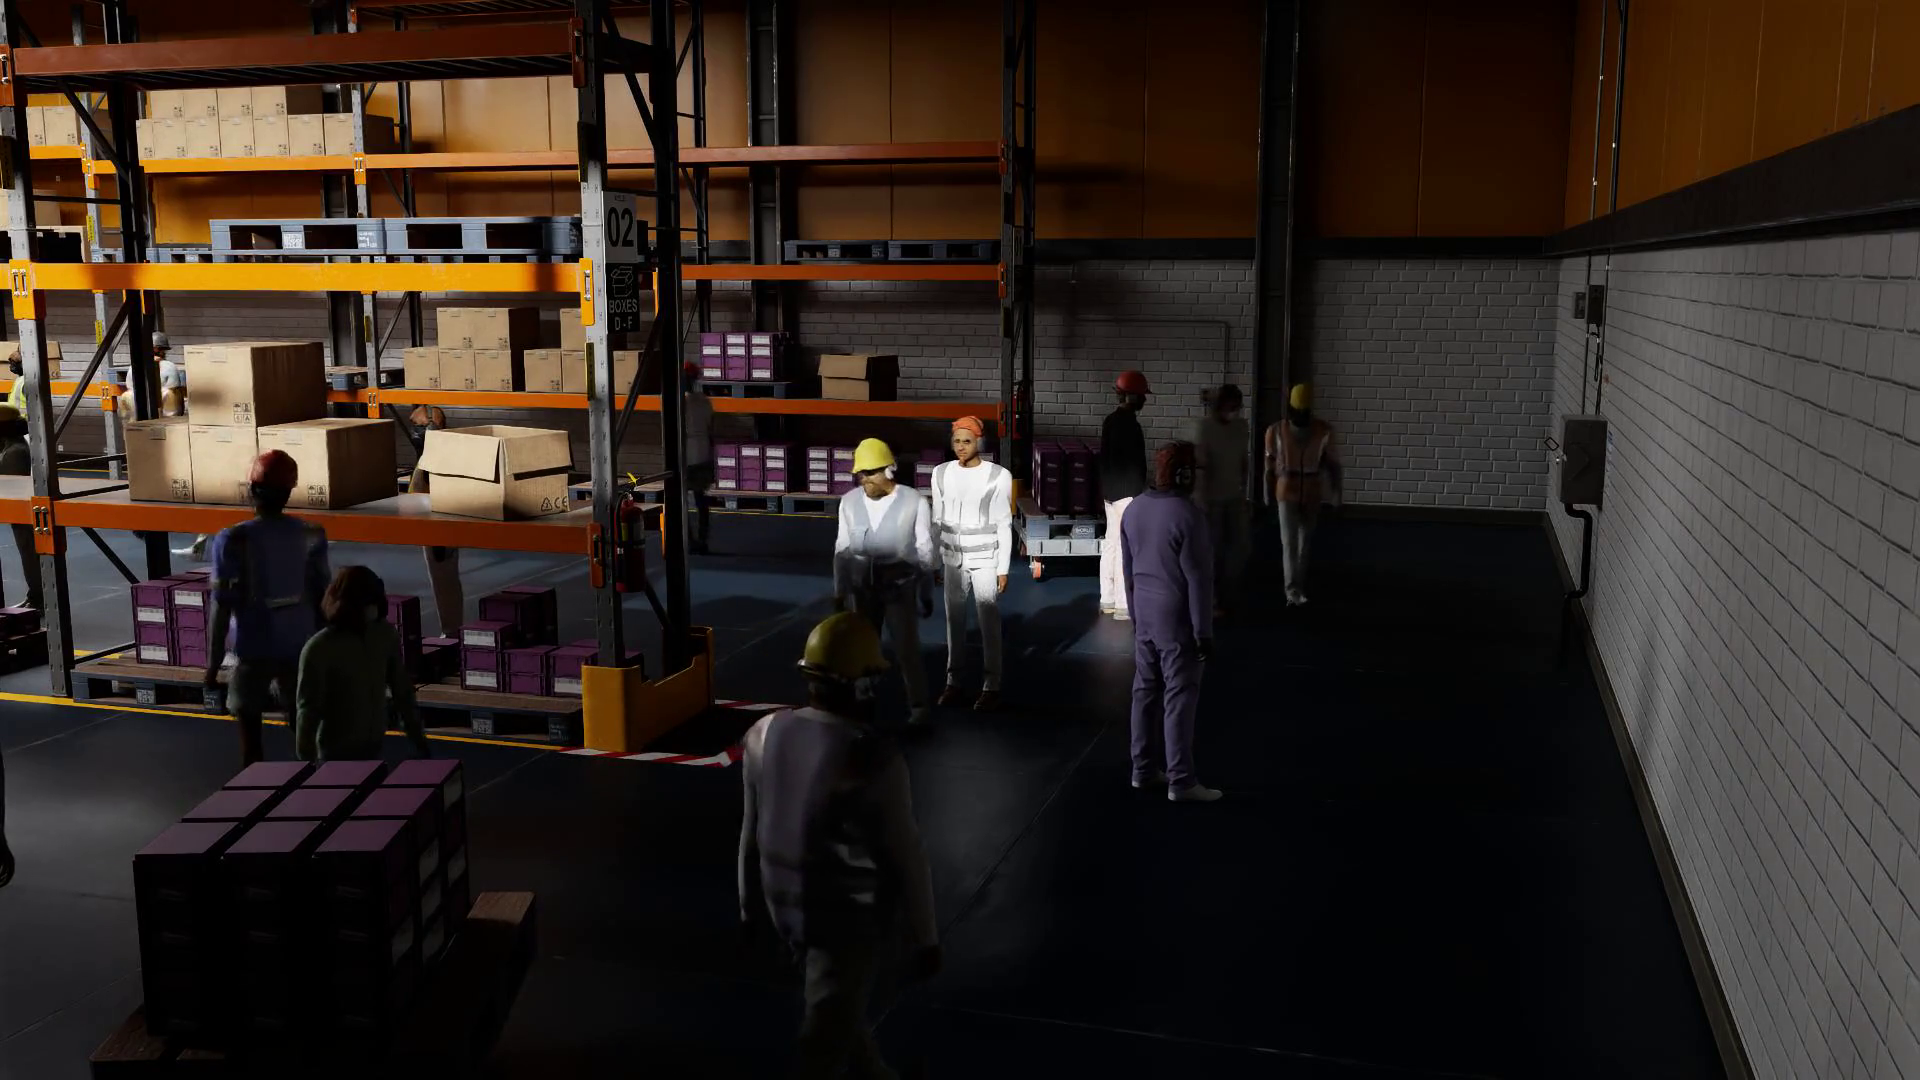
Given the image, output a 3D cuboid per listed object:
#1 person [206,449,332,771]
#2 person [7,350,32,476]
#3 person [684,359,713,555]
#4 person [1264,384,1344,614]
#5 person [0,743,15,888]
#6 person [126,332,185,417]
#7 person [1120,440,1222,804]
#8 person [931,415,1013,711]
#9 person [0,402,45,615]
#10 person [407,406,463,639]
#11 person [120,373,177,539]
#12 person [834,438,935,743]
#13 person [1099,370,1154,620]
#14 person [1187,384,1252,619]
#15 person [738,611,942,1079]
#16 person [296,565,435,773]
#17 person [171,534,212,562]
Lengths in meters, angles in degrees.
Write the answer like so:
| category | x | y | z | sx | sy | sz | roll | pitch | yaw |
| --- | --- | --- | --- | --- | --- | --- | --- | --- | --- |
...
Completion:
| category | x | y | z | sx | sy | sz | roll | pitch | yaw |
| --- | --- | --- | --- | --- | --- | --- | --- | --- | --- |
| person | -3.413 | 0.528 | 8.199 | 0.653 | 1.913 | 0.356 | -7 | 12 | -38 |
| person | -11.011 | -1.321 | 19.674 | 0.429 | 1.837 | 0.624 | -7 | 11 | -35 |
| person | -2.651 | -0.805 | 16.300 | 0.531 | 1.907 | 0.585 | 9 | 13 | 42 |
| person | 2.799 | -0.341 | 13.576 | 0.620 | 1.858 | 0.999 | 1 | 9 | 4 |
| person | -3.337 | 0.989 | 5.260 | 0.372 | 1.940 | 0.627 | 9 | 13 | 42 |
| person | -9.767 | -1.541 | 20.371 | 0.672 | 2.000 | 0.536 | 2 | 10 | 13 |
| person | 1.133 | 0.427 | 8.778 | 0.405 | 1.909 | 0.641 | -6 | 11 | -32 |
| person | 0.067 | 0.144 | 10.596 | 0.577 | 1.880 | 0.351 | 5 | 10 | 27 |
| person | -7.597 | -0.244 | 13.397 | 0.311 | 1.735 | 0.484 | -5 | 11 | -27 |
| person | -3.733 | -0.044 | 11.884 | 0.428 | 1.836 | 0.626 | -2 | 10 | -14 |
| person | -8.428 | -0.958 | 17.322 | 0.548 | 1.870 | 1.026 | -3 | 10 | -20 |
| person | -0.451 | 0.288 | 9.934 | 0.614 | 1.809 | 0.412 | 3 | 10 | 19 |
| person | 1.335 | -0.362 | 13.328 | 0.399 | 1.989 | 0.622 | -3 | 10 | -17 |
| person | 2.068 | -0.292 | 13.183 | 0.657 | 1.898 | 0.542 | -6 | 11 | -32 |
| person | -0.306 | 1.096 | 5.052 | 0.630 | 1.784 | 0.896 | 8 | 12 | 39 |
| person | -2.475 | 0.885 | 6.954 | 0.848 | 1.584 | 0.505 | 3 | 10 | 20 |
| person | -6.985 | -0.664 | 15.757 | 1.022 | 1.808 | 0.530 | -1 | 9 | -6 |
